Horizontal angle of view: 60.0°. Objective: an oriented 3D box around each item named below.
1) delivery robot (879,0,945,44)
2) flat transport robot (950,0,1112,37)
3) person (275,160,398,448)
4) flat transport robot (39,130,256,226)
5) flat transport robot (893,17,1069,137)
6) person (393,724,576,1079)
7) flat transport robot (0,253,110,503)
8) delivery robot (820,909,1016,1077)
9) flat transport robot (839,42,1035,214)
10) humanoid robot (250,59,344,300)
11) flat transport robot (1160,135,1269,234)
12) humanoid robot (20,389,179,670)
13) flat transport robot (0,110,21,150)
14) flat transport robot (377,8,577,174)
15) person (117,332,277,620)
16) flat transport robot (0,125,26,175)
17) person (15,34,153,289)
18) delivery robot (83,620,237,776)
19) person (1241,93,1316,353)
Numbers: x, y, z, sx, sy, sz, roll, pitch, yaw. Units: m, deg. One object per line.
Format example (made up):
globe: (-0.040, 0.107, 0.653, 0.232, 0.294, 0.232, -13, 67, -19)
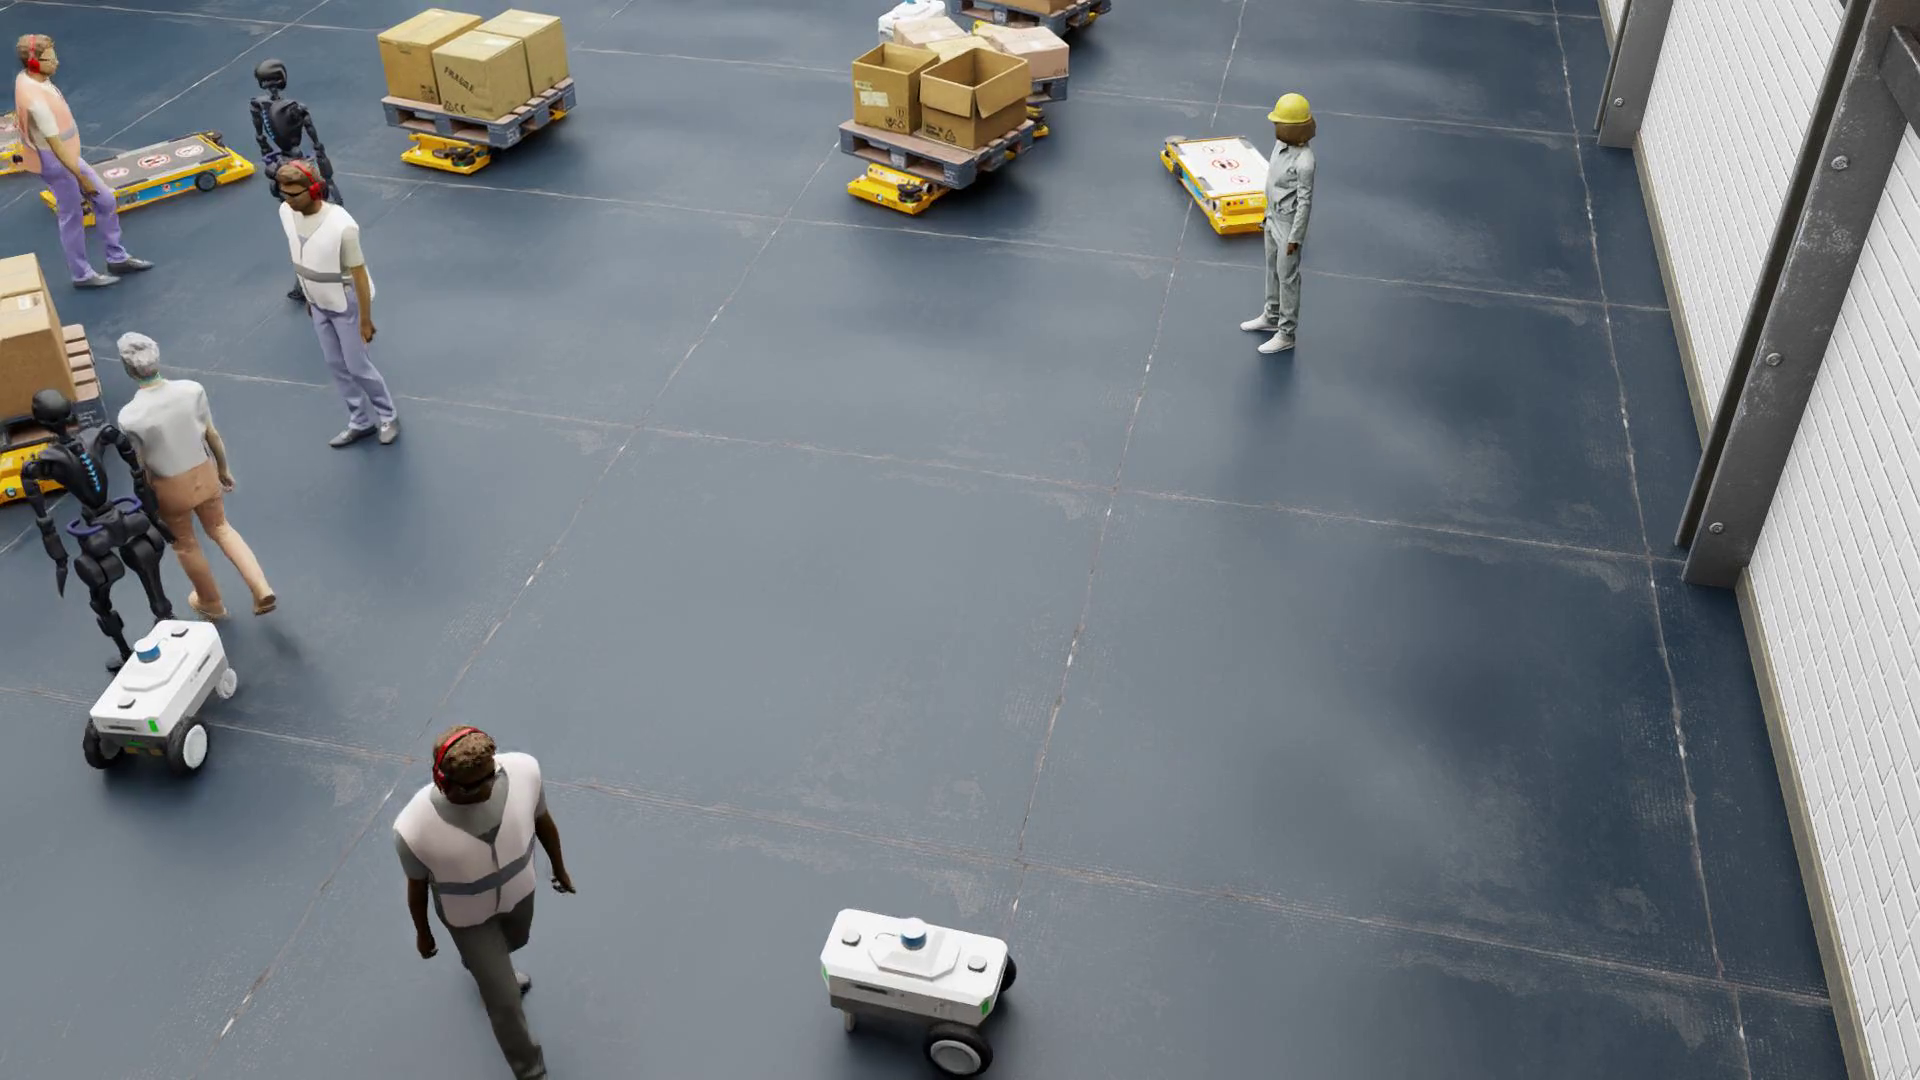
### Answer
delivery robot: (-0.423, -4.730, 15.320, 0.499, 0.608, 0.786, 20, 41, 25)
flat transport robot: (0.658, -4.907, 15.785, 0.659, 0.231, 1.431, 24, 43, 29)
person: (-3.652, -1.371, 9.754, 0.575, 1.828, 0.427, 21, 42, 26)
flat transport robot: (-6.354, -2.835, 13.013, 1.431, 0.231, 0.659, -30, 46, -34)
flat transport robot: (0.174, -3.754, 14.243, 0.659, 0.231, 1.431, -13, 39, -17)
person: (-1.761, 1.307, 6.200, 0.588, 1.807, 0.897, -29, 46, -33)
flat transport robot: (-5.836, -0.668, 10.113, 0.659, 0.231, 1.431, -18, 40, -22)
delivery robot: (-0.145, 1.756, 6.646, 0.785, 0.614, 0.508, 9, 38, 12)
flat transport robot: (-0.187, -2.992, 13.223, 0.659, 0.231, 1.431, 24, 43, 29)
humanoid robot: (-4.561, -2.494, 11.427, 0.587, 1.627, 0.810, 13, 39, 17)
flat transport robot: (2.097, -2.794, 12.957, 0.659, 0.231, 1.431, -8, 37, -10)
humanoid robot: (-4.115, -0.007, 8.054, 0.462, 1.639, 0.592, 24, 43, 29)
flat transport robot: (-7.963, -3.075, 13.333, 0.659, 0.231, 1.431, 23, 43, 28)
flat transport robot: (-3.930, -3.430, 13.809, 0.659, 0.231, 1.431, 14, 39, 18)
person: (-3.880, -0.262, 8.348, 0.566, 1.728, 0.487, 24, 43, 28)
flat transport robot: (-8.025, -2.999, 13.232, 1.431, 0.231, 0.659, -24, 43, -28)
person: (-6.007, -2.563, 11.349, 0.653, 1.820, 0.577, -13, 39, -16)
delivery robot: (-3.836, 0.738, 7.991, 0.499, 0.593, 0.789, 4, 37, 5)
person: (2.073, -2.035, 10.710, 0.319, 1.740, 0.489, -7, 37, -9)
